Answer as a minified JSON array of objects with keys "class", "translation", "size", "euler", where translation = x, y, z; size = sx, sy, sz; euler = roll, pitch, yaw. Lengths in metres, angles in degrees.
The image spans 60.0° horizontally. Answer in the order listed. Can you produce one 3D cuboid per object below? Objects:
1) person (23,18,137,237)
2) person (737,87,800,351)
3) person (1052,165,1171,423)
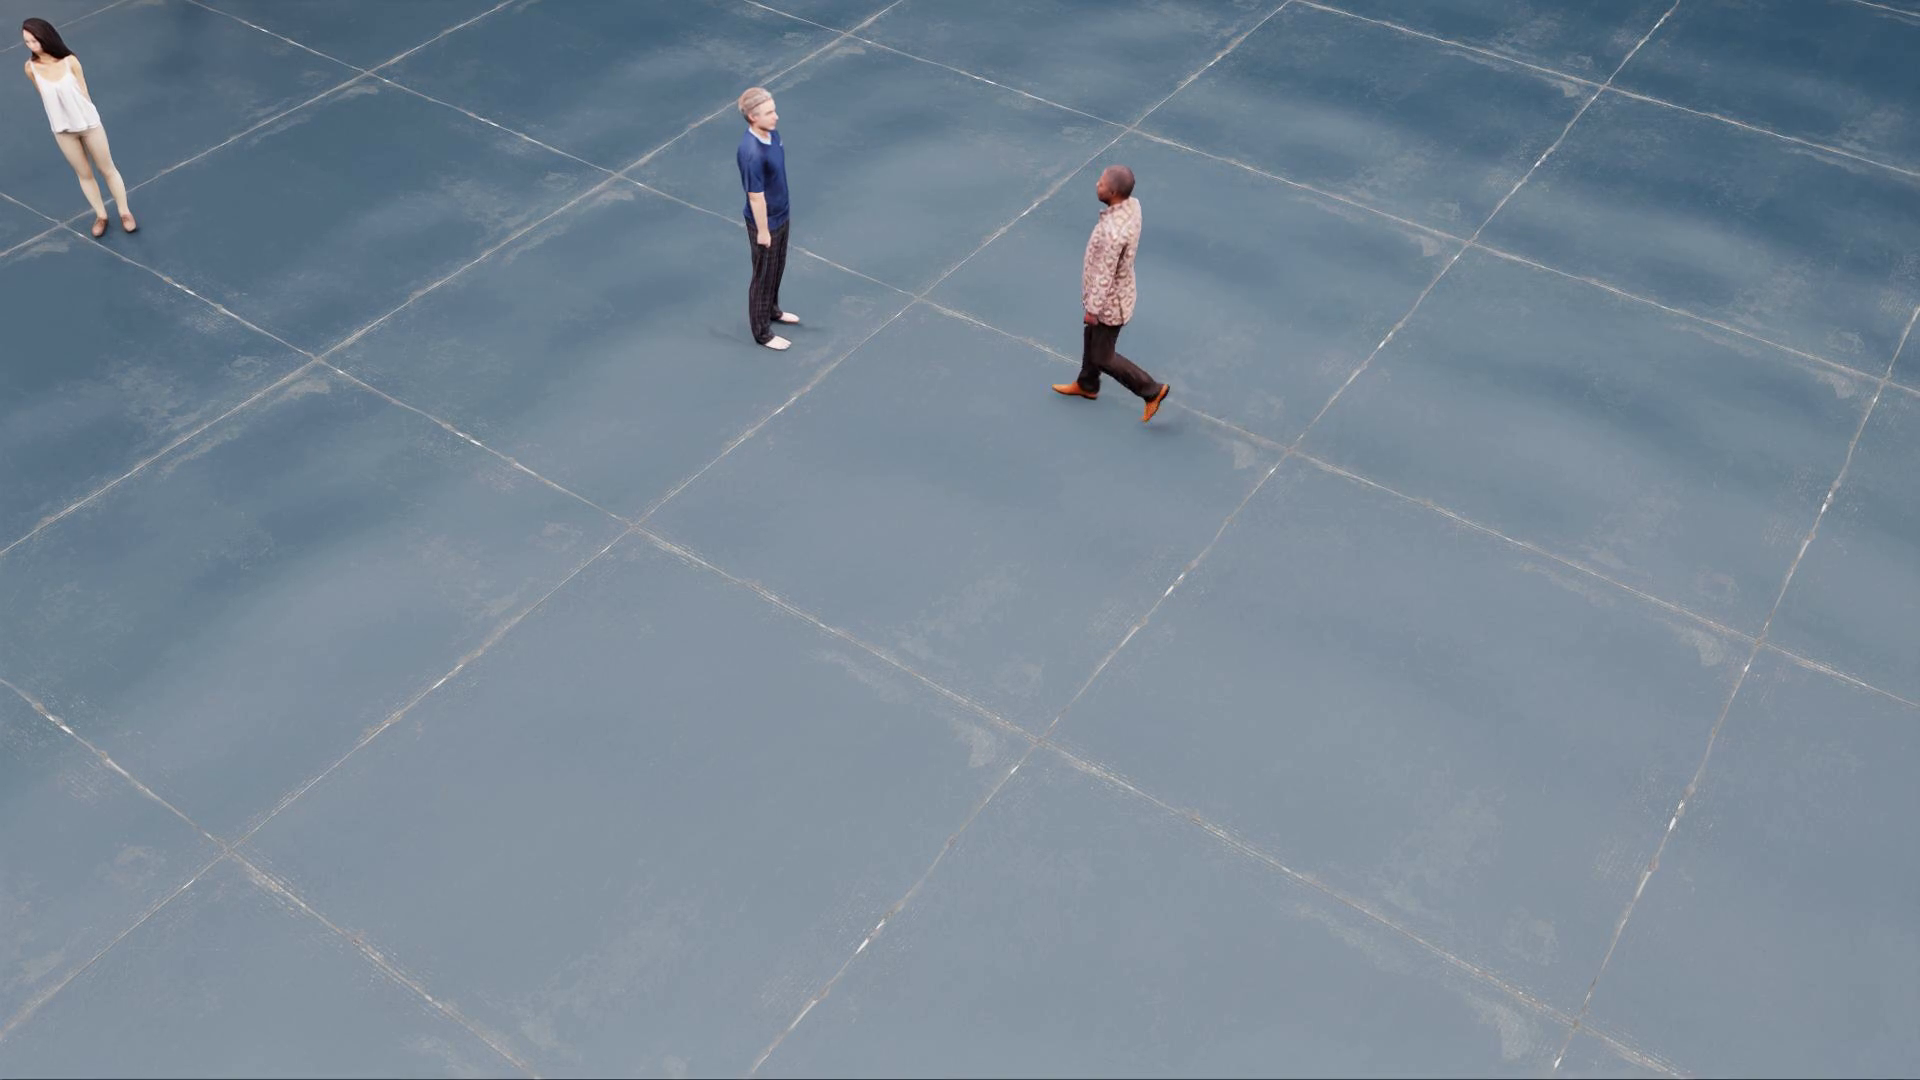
[{"class":"person","translation":[-6.534,-3.077,12.301],"size":[0.681,1.653,0.744],"euler":[31,51,29]},{"class":"person","translation":[-1.301,-2.175,11.176],"size":[0.704,1.870,0.736],"euler":[6,43,7]},{"class":"person","translation":[1.022,-1.529,10.544],"size":[1.135,1.788,0.926],"euler":[10,44,10]}]
